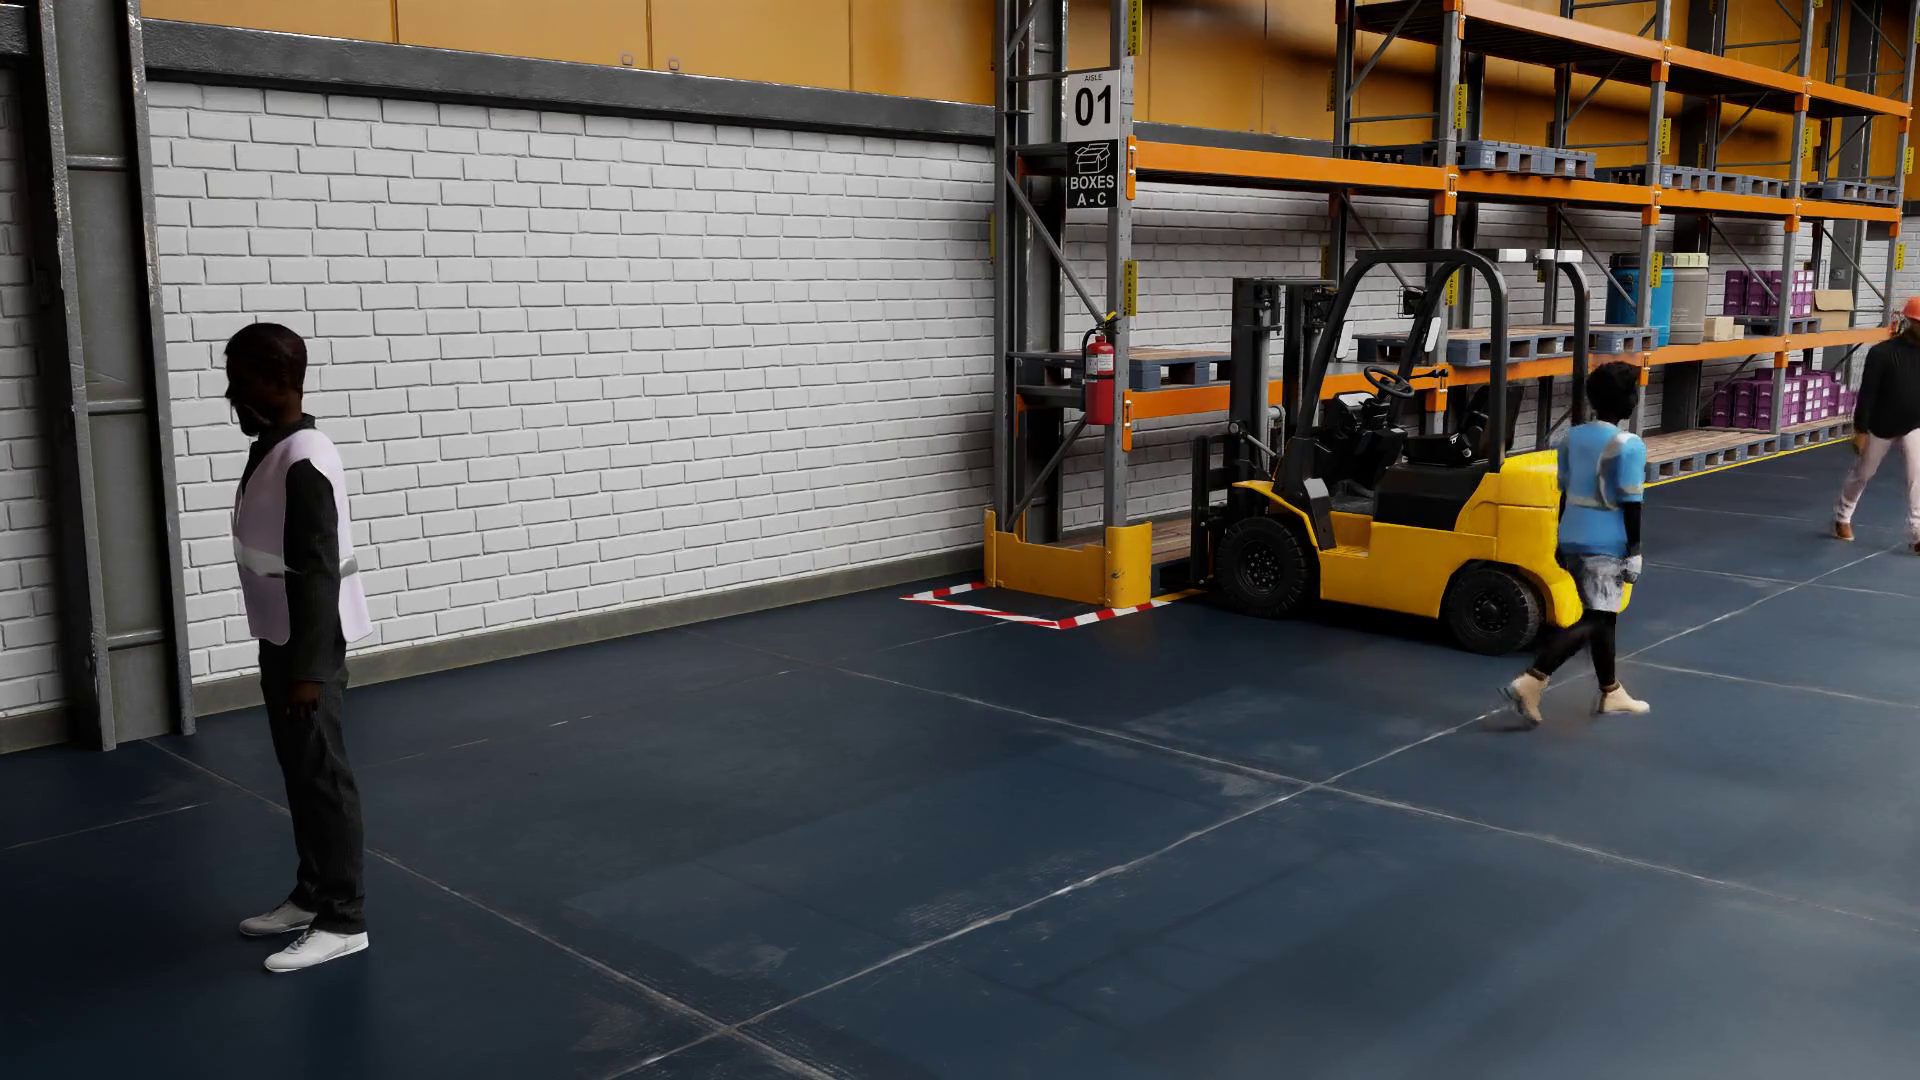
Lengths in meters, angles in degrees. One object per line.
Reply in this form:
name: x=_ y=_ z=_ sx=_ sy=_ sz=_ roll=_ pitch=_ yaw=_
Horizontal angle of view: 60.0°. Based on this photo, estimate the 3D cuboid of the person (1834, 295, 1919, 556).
person: x=6.879 y=-0.865 z=12.281 sx=0.637 sy=1.912 sz=1.150 roll=0 pitch=9 yaw=1

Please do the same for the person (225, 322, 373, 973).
person: x=-1.980 y=0.311 z=4.985 sx=0.392 sy=1.917 sz=0.593 roll=-6 pitch=11 yaw=-32

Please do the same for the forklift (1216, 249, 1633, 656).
forklift: x=2.710 y=-0.584 z=9.626 sx=2.313 sy=2.155 sz=1.214 roll=9 pitch=13 yaw=43

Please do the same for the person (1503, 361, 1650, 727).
person: x=2.826 y=0.024 z=7.513 sx=0.786 sy=1.673 sz=0.537 roll=-2 pitch=10 yaw=-13
